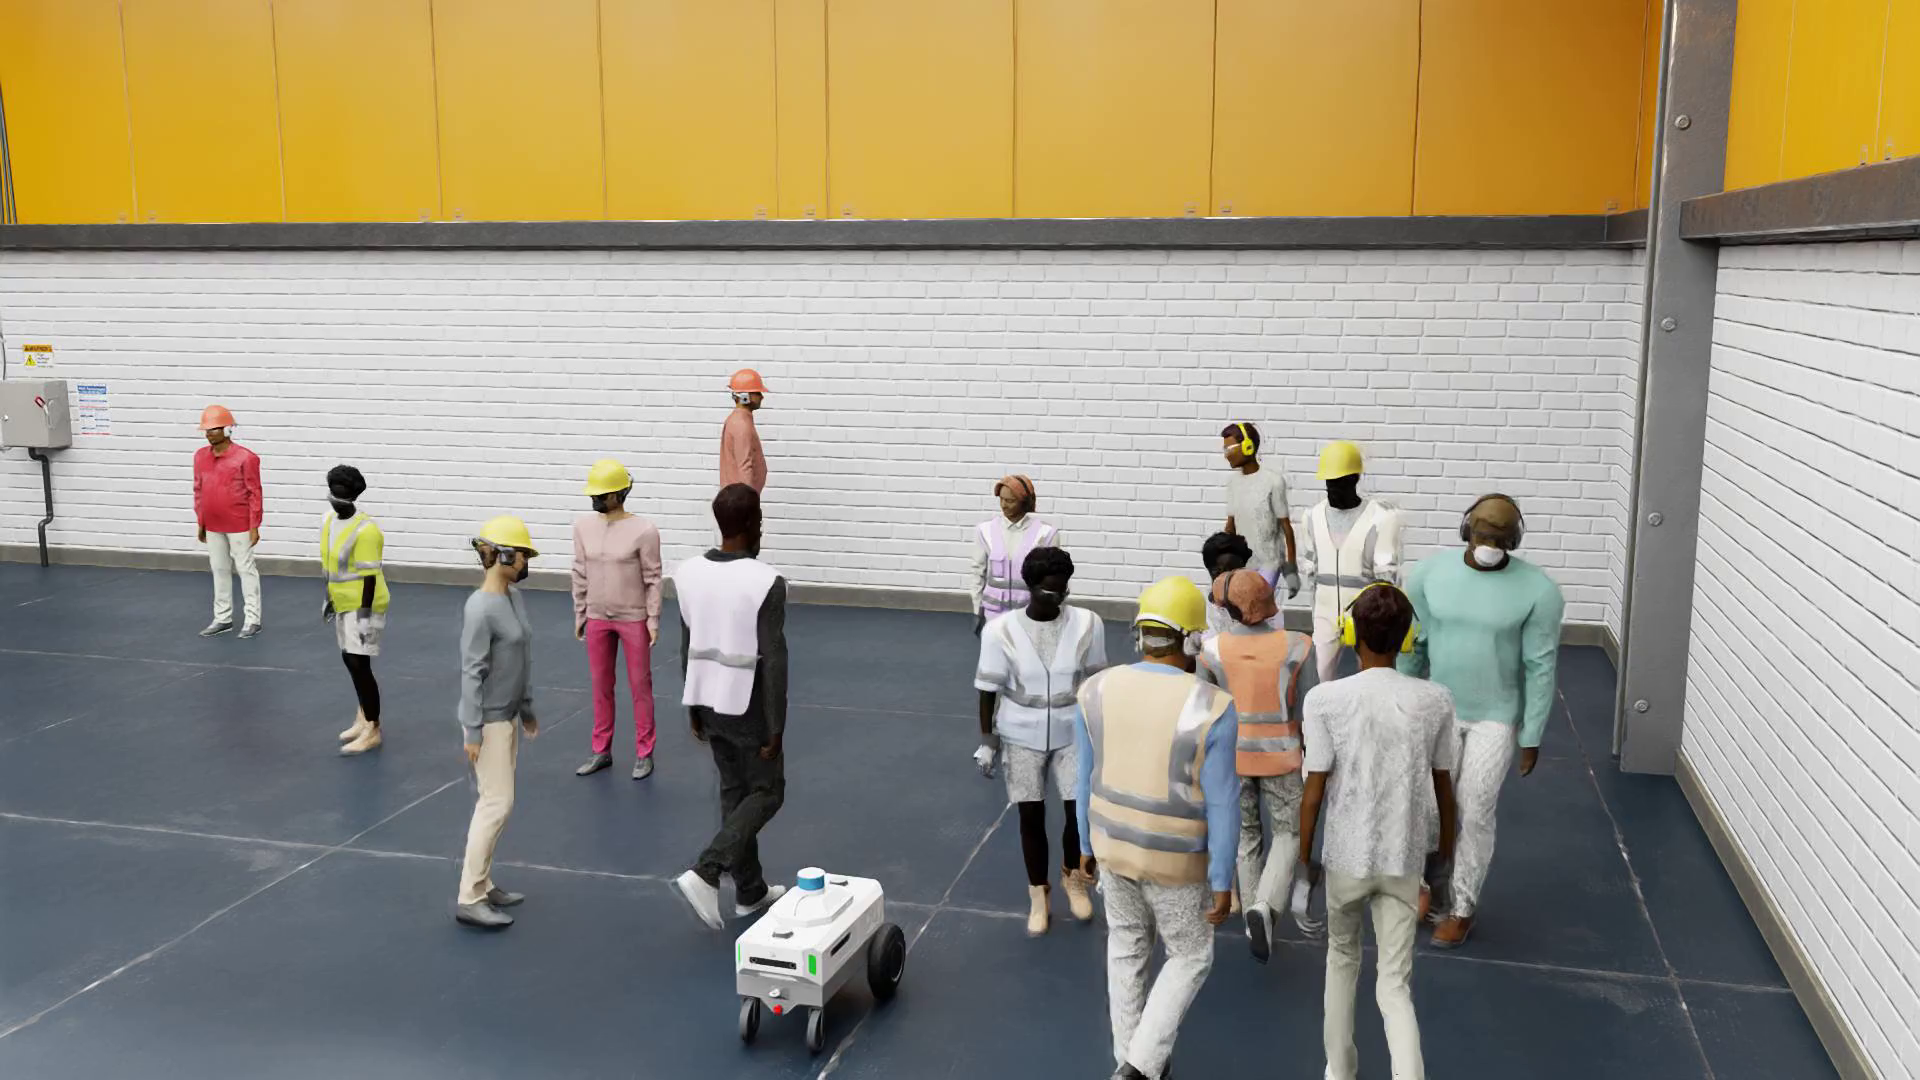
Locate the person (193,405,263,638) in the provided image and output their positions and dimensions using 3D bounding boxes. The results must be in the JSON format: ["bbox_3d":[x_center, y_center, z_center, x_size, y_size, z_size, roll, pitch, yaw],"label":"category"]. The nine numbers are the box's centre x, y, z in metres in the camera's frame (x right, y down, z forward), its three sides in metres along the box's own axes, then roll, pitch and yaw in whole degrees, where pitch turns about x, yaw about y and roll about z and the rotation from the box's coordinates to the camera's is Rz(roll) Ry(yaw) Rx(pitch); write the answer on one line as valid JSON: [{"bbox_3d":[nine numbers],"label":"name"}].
[{"bbox_3d":[-5.480,-0.137,12.422,0.564,1.751,0.342,3,10,16],"label":"person"}]

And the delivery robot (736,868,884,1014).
[{"bbox_3d":[-0.552,1.470,6.209,0.477,0.478,0.707,3,10,18],"label":"delivery robot"}]

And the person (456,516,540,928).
[{"bbox_3d":[-1.999,0.767,7.178,0.388,1.731,0.566,0,10,1],"label":"person"}]

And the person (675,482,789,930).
[{"bbox_3d":[-0.983,0.710,7.013,0.590,1.899,0.626,7,12,34],"label":"person"}]

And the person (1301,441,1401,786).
[{"bbox_3d":[2.115,0.391,8.988,0.600,1.878,0.981,7,12,36],"label":"person"}]

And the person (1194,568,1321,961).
[{"bbox_3d":[1.192,0.913,6.667,0.542,1.605,0.555,2,10,13],"label":"person"}]

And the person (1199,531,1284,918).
[{"bbox_3d":[1.137,0.794,7.147,0.540,1.688,0.369,0,10,-3],"label":"person"}]

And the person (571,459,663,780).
[{"bbox_3d":[-1.868,0.433,9.046,0.526,1.762,0.335,3,10,16],"label":"person"}]

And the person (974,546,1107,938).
[{"bbox_3d":[0.340,0.831,6.958,0.585,1.679,0.412,0,10,-1],"label":"person"}]

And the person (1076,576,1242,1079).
[{"bbox_3d":[0.628,1.022,5.446,0.620,1.804,0.535,7,12,35],"label":"person"}]

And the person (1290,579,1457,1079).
[{"bbox_3d":[1.324,1.058,5.256,0.552,1.819,0.891,1,10,6],"label":"person"}]

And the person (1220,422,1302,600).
[{"bbox_3d":[1.866,0.179,10.341,0.528,1.824,0.521,-5,11,-27],"label":"person"}]

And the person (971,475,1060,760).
[{"bbox_3d":[0.314,0.442,9.361,0.515,1.636,0.315,3,10,16],"label":"person"}]

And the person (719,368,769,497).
[{"bbox_3d":[-1.646,-0.319,12.780,0.392,1.995,0.612,-2,10,-14],"label":"person"}]

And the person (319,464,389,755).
[{"bbox_3d":[-3.477,0.390,9.561,0.346,1.665,0.569,-9,13,-42],"label":"person"}]

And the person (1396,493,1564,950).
[{"bbox_3d":[2.073,0.744,6.783,0.678,1.906,0.433,6,11,30],"label":"person"}]
